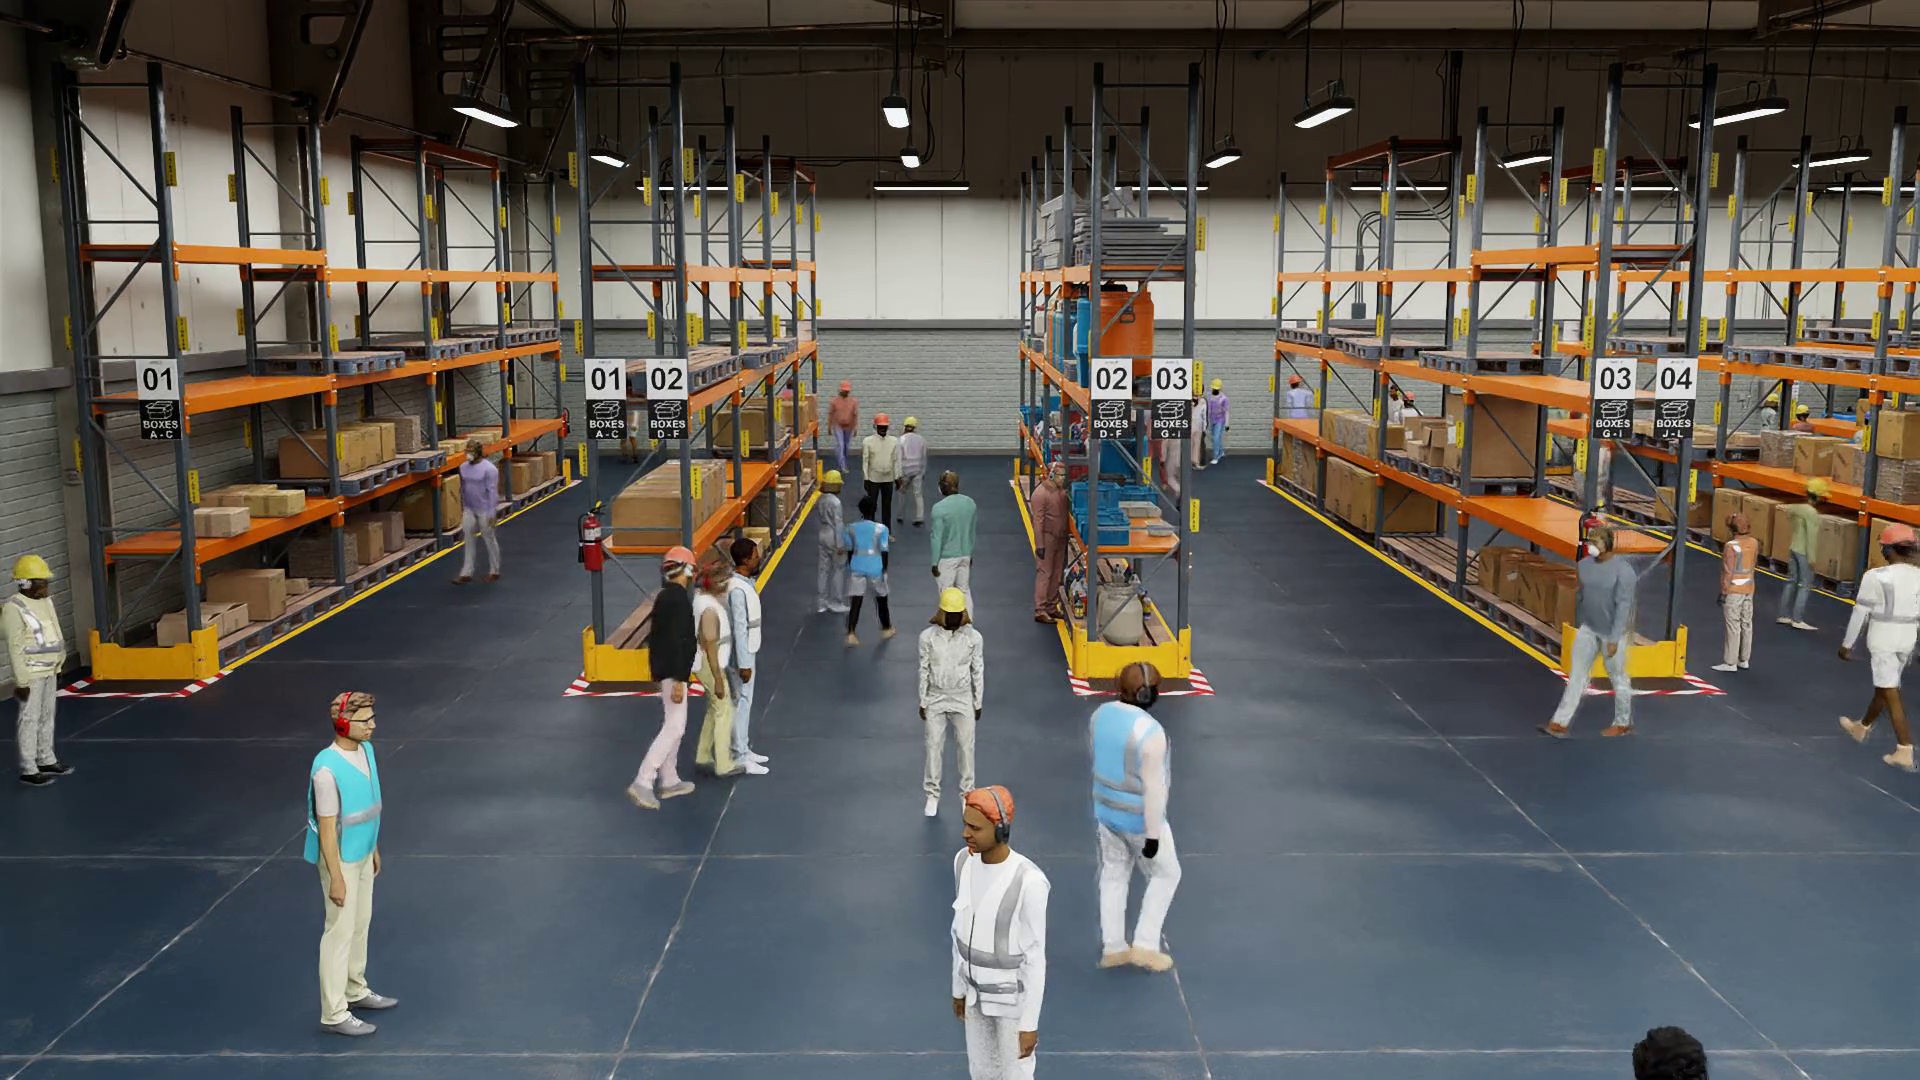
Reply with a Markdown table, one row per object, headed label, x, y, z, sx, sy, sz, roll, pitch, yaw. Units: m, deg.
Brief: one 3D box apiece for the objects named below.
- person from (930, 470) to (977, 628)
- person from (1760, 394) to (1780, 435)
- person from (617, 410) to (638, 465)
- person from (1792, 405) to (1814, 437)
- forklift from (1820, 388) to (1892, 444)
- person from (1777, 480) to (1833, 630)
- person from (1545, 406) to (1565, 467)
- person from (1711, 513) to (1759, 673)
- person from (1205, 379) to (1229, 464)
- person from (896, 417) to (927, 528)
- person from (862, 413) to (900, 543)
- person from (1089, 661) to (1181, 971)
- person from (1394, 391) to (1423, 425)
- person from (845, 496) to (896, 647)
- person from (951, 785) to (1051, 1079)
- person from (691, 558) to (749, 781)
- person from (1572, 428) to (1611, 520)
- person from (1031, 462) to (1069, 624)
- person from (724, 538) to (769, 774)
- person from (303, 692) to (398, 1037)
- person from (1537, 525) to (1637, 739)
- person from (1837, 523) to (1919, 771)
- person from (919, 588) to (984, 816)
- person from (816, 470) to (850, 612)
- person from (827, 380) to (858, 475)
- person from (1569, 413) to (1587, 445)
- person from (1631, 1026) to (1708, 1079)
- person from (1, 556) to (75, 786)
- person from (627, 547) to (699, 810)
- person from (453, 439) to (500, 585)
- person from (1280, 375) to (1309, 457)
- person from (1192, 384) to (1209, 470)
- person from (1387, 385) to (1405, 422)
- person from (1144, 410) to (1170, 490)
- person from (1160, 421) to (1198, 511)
| label | x | y | z | sx | sy | sz | roll | pitch | yaw |
| --- | --- | --- | --- | --- | --- | --- | --- | --- | --- |
| person | -0.074 | 0.202 | 18.206 | 0.632 | 1.930 | 0.374 | -8 | 12 | -43 |
| person | 16.336 | -2.087 | 33.576 | 0.321 | 1.731 | 0.490 | 0 | 9 | -1 |
| person | -7.201 | -2.554 | 36.048 | 0.573 | 1.886 | 0.756 | 5 | 10 | 28 |
| person | 15.165 | -1.555 | 30.030 | 0.534 | 1.766 | 0.317 | -4 | 10 | -26 |
| forklift | 20.072 | -3.110 | 36.462 | 1.873 | 2.768 | 1.129 | 0 | 9 | 0 |
| person | 9.690 | 0.165 | 19.107 | 0.475 | 1.728 | 0.590 | 2 | 9 | 14 |
| person | 12.819 | -2.398 | 35.874 | 0.284 | 1.633 | 0.498 | -7 | 11 | -39 |
| person | 7.930 | 0.537 | 16.977 | 0.512 | 1.640 | 0.311 | -6 | 11 | -33 |
| person | 5.687 | -2.615 | 36.510 | 0.764 | 1.888 | 0.623 | -8 | 12 | -42 |
| person | -0.814 | -1.106 | 27.077 | 0.617 | 1.776 | 0.909 | -4 | 10 | -25 |
| person | -1.199 | -0.939 | 25.329 | 0.610 | 1.996 | 0.384 | -4 | 10 | -24 |
| person | 1.024 | 1.593 | 9.609 | 0.506 | 1.827 | 0.628 | -6 | 11 | -34 |
| person | 8.410 | -1.829 | 31.279 | 0.543 | 1.929 | 0.387 | 1 | 9 | 5 |
| person | -1.016 | 0.339 | 18.238 | 0.543 | 1.646 | 0.879 | 3 | 9 | 20 |
| person | 0.155 | 1.959 | 7.093 | 0.356 | 1.876 | 0.576 | -7 | 11 | -37 |
| person | -1.944 | 1.030 | 13.237 | 0.480 | 1.824 | 0.640 | -2 | 9 | -13 |
| person | 9.475 | -0.786 | 24.953 | 0.580 | 1.812 | 0.772 | 0 | 9 | 1 |
| person | 1.087 | 0.024 | 19.477 | 0.401 | 1.893 | 0.654 | 6 | 11 | 33 |
| person | -1.763 | 0.933 | 13.529 | 0.389 | 1.921 | 0.592 | -1 | 9 | -6 |
| person | -3.268 | 1.704 | 8.856 | 0.393 | 1.836 | 0.561 | 0 | 9 | 1 |
| person | 5.463 | 0.818 | 14.347 | 1.006 | 1.886 | 0.656 | -5 | 10 | -28 |
| person | 7.692 | 0.846 | 13.862 | 0.617 | 1.984 | 1.053 | -2 | 9 | -13 |
| person | -0.065 | 1.206 | 12.378 | 0.487 | 1.738 | 0.320 | 0 | 9 | 2 |
| person | -1.536 | 0.015 | 20.026 | 0.341 | 1.743 | 0.504 | -7 | 11 | -37 |
| person | -2.456 | -2.360 | 34.634 | 0.615 | 1.958 | 0.909 | -3 | 9 | -17 |
| person | 12.466 | -2.032 | 33.353 | 0.572 | 1.667 | 0.468 | -4 | 10 | -26 |
| person | 2.215 | 2.338 | 5.306 | 0.552 | 1.655 | 0.816 | 3 | 9 | 20 |
| person | -7.329 | 1.030 | 13.217 | 0.406 | 1.825 | 0.612 | -1 | 9 | -5 |
| person | -2.277 | 1.043 | 12.761 | 0.705 | 1.944 | 0.682 | -4 | 10 | -24 |
| person | -6.365 | -0.365 | 21.920 | 0.645 | 1.938 | 0.527 | 4 | 10 | 24 |
| person | 7.547 | -2.740 | 37.279 | 0.572 | 1.899 | 0.720 | -2 | 9 | -14 |
| person | 5.093 | -2.404 | 35.269 | 0.342 | 1.839 | 0.503 | 2 | 9 | 14 |
| person | 8.979 | -2.271 | 34.345 | 0.340 | 1.867 | 0.517 | -6 | 11 | -34 |
| person | 3.770 | -1.987 | 31.925 | 0.676 | 2.000 | 0.536 | 3 | 9 | 18 |
| person | 3.807 | -1.415 | 28.735 | 0.663 | 1.887 | 0.545 | -3 | 9 | -20 |
